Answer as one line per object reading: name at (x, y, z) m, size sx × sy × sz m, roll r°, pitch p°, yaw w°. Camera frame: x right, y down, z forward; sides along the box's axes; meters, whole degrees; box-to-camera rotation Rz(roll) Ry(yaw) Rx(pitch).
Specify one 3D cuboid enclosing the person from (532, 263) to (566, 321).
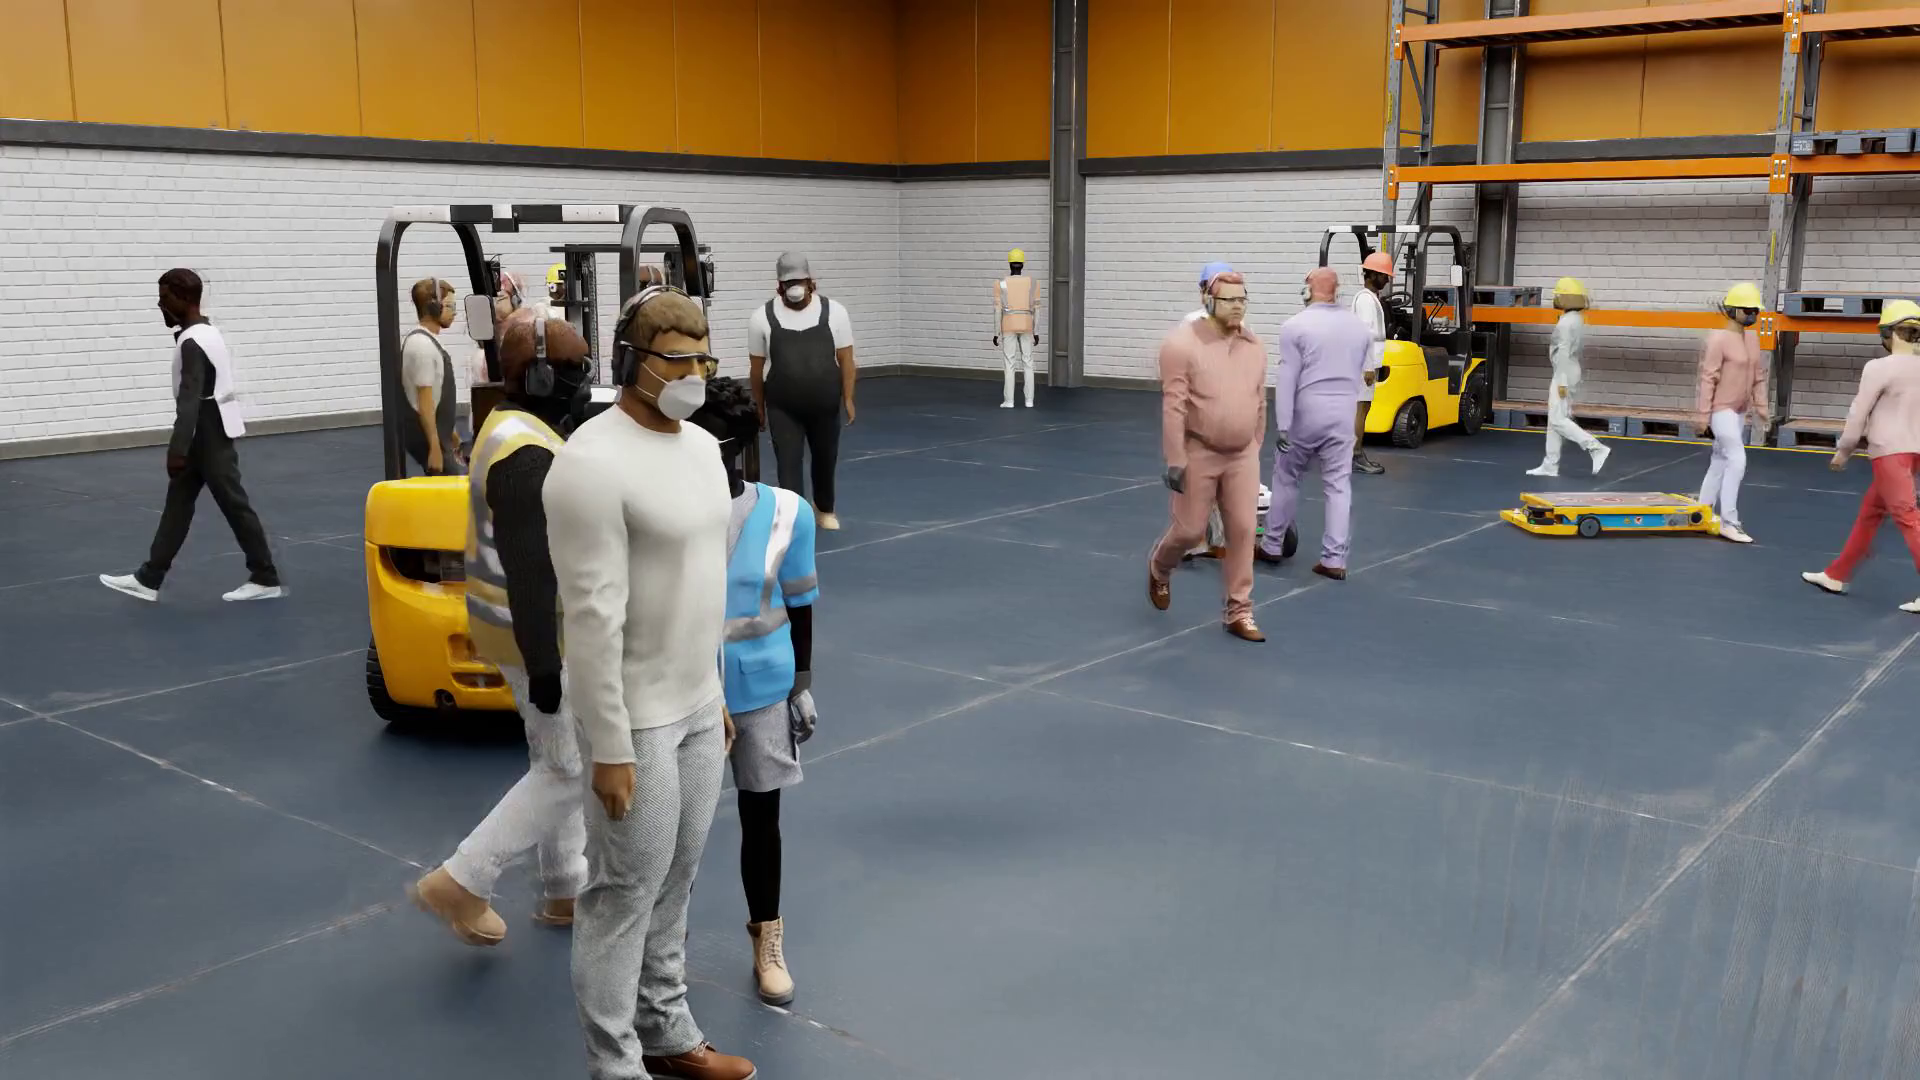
person at (-3.596, -1.569, 14.995) m, size 0.403 × 1.825 × 0.593 m, roll 4°, pitch 11°, yaw 20°

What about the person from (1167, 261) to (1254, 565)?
person at (1.594, -0.798, 10.507) m, size 0.634 × 1.903 × 0.489 m, roll -7°, pitch 12°, yaw -33°

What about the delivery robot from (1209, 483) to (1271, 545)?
delivery robot at (1.842, -0.231, 10.837) m, size 0.477 × 0.478 × 0.707 m, roll -2°, pitch 11°, yaw -12°

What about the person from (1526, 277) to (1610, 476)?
person at (5.229, -1.373, 14.189) m, size 0.636 × 1.726 × 0.490 m, roll 6°, pitch 12°, yaw 32°

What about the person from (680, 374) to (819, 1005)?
person at (-0.630, 0.407, 4.388) m, size 0.537 × 1.699 × 0.321 m, roll -2°, pitch 10°, yaw -11°

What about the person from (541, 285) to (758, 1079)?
person at (-0.685, 0.401, 3.770) m, size 0.376 × 1.936 × 0.627 m, roll 3°, pitch 11°, yaw 16°

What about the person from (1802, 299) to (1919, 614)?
person at (5.175, -0.471, 9.234) m, size 0.517 × 1.703 × 0.929 m, roll -5°, pitch 11°, yaw -27°

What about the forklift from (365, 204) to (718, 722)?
forklift at (-1.766, -0.406, 7.525) m, size 1.214 × 2.155 × 2.313 m, roll 1°, pitch 10°, yaw 7°

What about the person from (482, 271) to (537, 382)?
person at (-2.541, -0.677, 9.951) m, size 0.884 × 1.865 × 0.646 m, roll -9°, pitch 14°, yaw -41°

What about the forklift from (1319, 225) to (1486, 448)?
forklift at (4.449, -2.115, 16.993) m, size 1.214 × 2.155 × 2.313 m, roll 8°, pitch 13°, yaw 38°

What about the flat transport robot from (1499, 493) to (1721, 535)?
flat transport robot at (4.609, -0.193, 11.671) m, size 1.431 × 0.197 × 0.652 m, roll 0°, pitch 10°, yaw -2°

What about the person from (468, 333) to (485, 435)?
person at (-3.015, -0.677, 10.617) m, size 0.396 × 1.608 × 0.530 m, roll -4°, pitch 11°, yaw -20°

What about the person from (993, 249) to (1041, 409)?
person at (0.677, -2.546, 20.119) m, size 0.589 × 1.927 × 0.388 m, roll -2°, pitch 10°, yaw -11°

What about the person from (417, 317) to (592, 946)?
person at (-1.236, 0.279, 4.763) m, size 0.548 × 1.830 × 0.636 m, roll -3°, pitch 11°, yaw -16°

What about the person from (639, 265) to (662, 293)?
person at (-2.455, -1.269, 13.310) m, size 0.448 × 1.830 × 0.657 m, roll -6°, pitch 12°, yaw -29°

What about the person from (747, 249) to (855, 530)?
person at (-1.075, -1.007, 11.276) m, size 0.712 × 2.000 × 0.974 m, roll -2°, pitch 10°, yaw -11°

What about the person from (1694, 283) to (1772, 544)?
person at (5.287, -0.849, 11.238) m, size 0.527 × 1.746 × 0.658 m, roll -8°, pitch 13°, yaw -37°

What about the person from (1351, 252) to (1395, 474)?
person at (3.590, -1.545, 14.574) m, size 0.375 × 1.928 × 0.542 m, roll 2°, pitch 10°, yaw 9°

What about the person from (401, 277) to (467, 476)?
person at (-2.869, -0.516, 9.157) m, size 0.393 × 1.825 × 0.541 m, roll -3°, pitch 11°, yaw -17°

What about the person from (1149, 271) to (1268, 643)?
person at (1.302, -0.451, 8.639) m, size 0.644 × 1.884 × 0.794 m, roll -4°, pitch 11°, yaw -19°

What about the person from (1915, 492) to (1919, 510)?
person at (6.775, -0.843, 11.022) m, size 0.665 × 1.808 × 0.596 m, roll 10°, pitch 14°, yaw 44°

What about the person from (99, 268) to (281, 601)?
person at (-4.310, -0.553, 9.221) m, size 0.973 × 1.867 × 0.626 m, roll -5°, pitch 11°, yaw -24°

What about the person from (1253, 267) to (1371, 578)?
person at (2.164, -0.730, 10.233) m, size 0.663 × 1.868 × 0.900 m, roll -3°, pitch 11°, yaw -16°
